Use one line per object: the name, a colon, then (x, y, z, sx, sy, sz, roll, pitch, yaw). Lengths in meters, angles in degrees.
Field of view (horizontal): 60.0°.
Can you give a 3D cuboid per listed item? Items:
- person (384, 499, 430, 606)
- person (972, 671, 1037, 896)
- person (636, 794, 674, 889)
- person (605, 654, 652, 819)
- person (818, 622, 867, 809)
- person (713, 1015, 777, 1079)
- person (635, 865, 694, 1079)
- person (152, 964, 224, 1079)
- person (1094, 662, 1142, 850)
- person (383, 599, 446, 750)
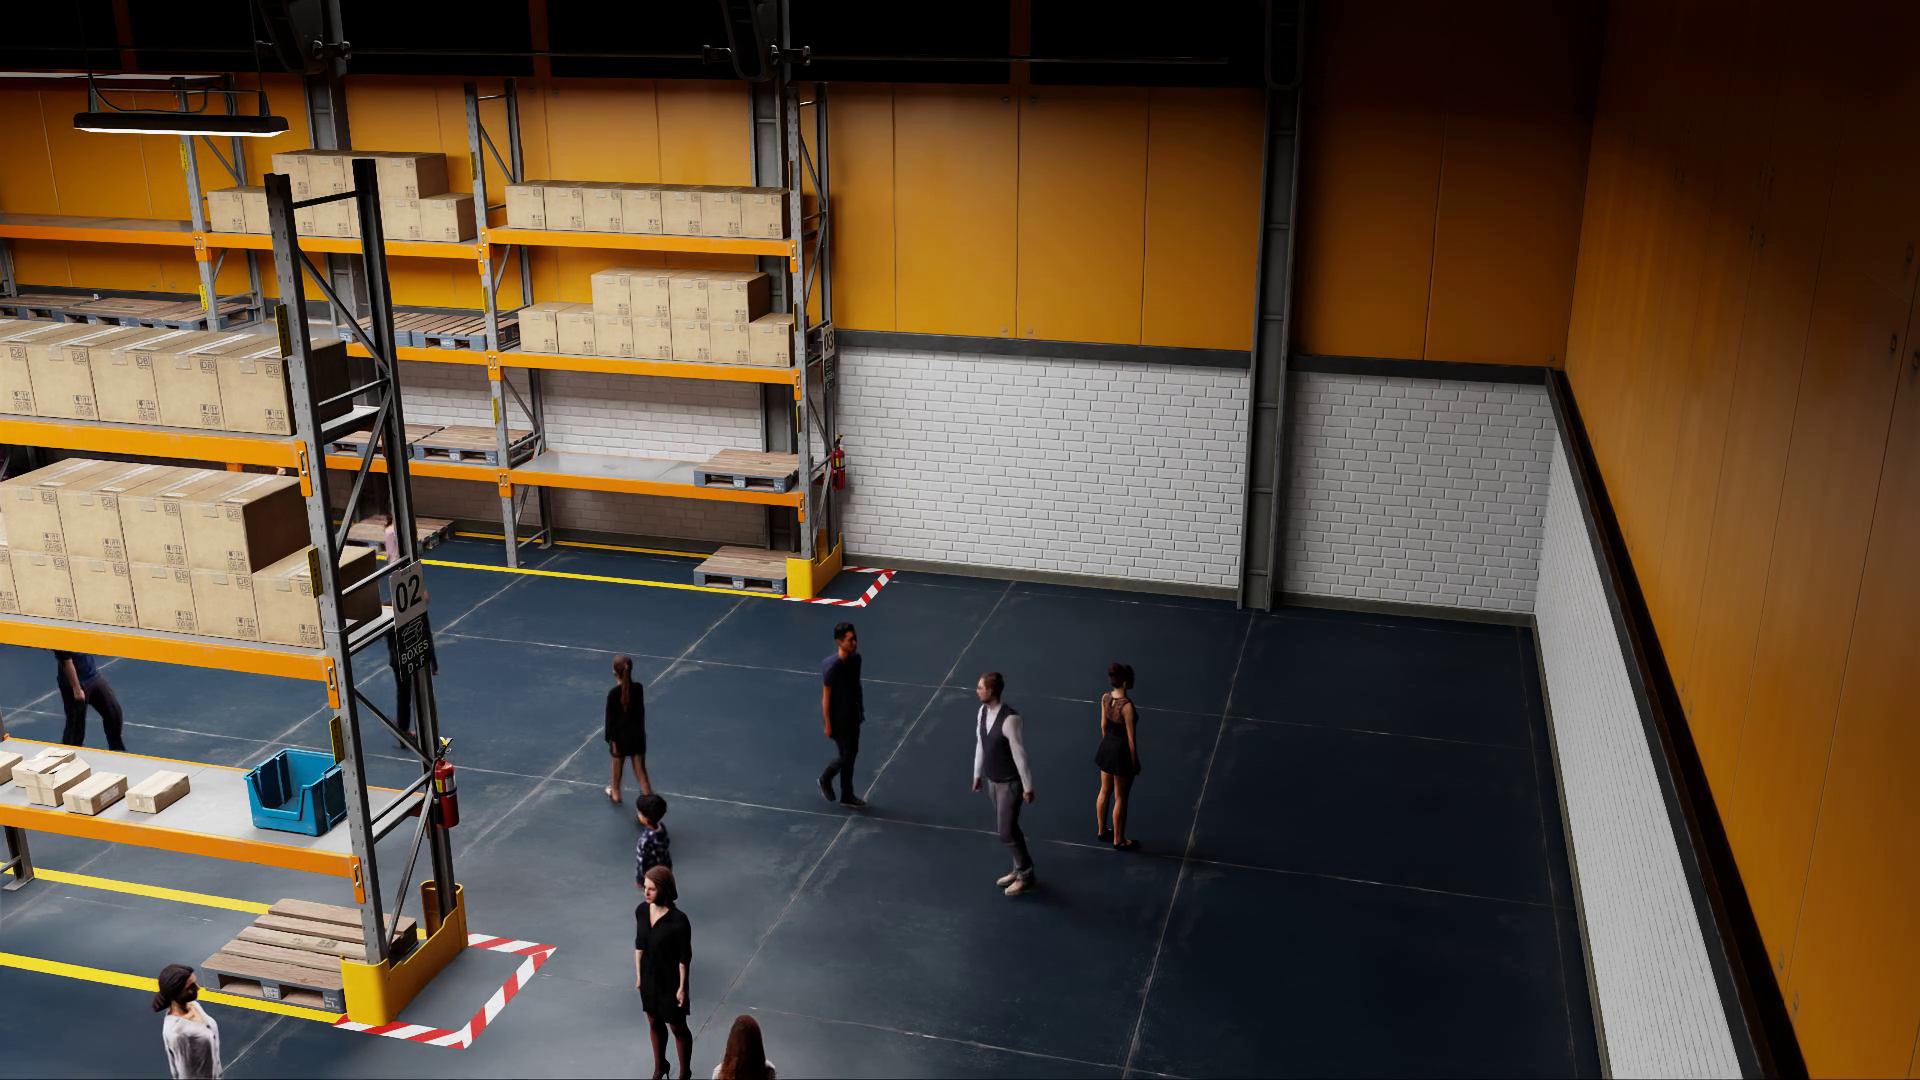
person: (-6.174, 0.381, 18.339, 0.763, 1.803, 0.727, 11, 21, 29)
person: (0.444, 1.954, 13.501, 0.890, 1.910, 0.836, -14, 23, -37)
person: (-2.345, 2.534, 12.815, 0.523, 1.248, 0.525, 8, 20, 22)
person: (-2.888, 1.771, 14.667, 0.990, 1.513, 1.106, -13, 22, -33)
person: (-1.106, 1.555, 14.879, 0.810, 1.786, 0.766, 12, 22, 32)
person: (-1.243, 3.483, 9.649, 0.861, 1.471, 0.840, -5, 19, -14)
person: (-1.949, 2.910, 10.981, 0.520, 1.706, 0.694, 10, 21, 28)
person: (-4.498, 3.279, 9.780, 0.676, 1.773, 0.670, -5, 19, -13)
person: (1.350, 1.828, 14.242, 0.741, 1.675, 0.675, -12, 22, -31)
person: (-5.295, 1.163, 16.027, 0.497, 1.796, 0.747, 6, 20, 18)
